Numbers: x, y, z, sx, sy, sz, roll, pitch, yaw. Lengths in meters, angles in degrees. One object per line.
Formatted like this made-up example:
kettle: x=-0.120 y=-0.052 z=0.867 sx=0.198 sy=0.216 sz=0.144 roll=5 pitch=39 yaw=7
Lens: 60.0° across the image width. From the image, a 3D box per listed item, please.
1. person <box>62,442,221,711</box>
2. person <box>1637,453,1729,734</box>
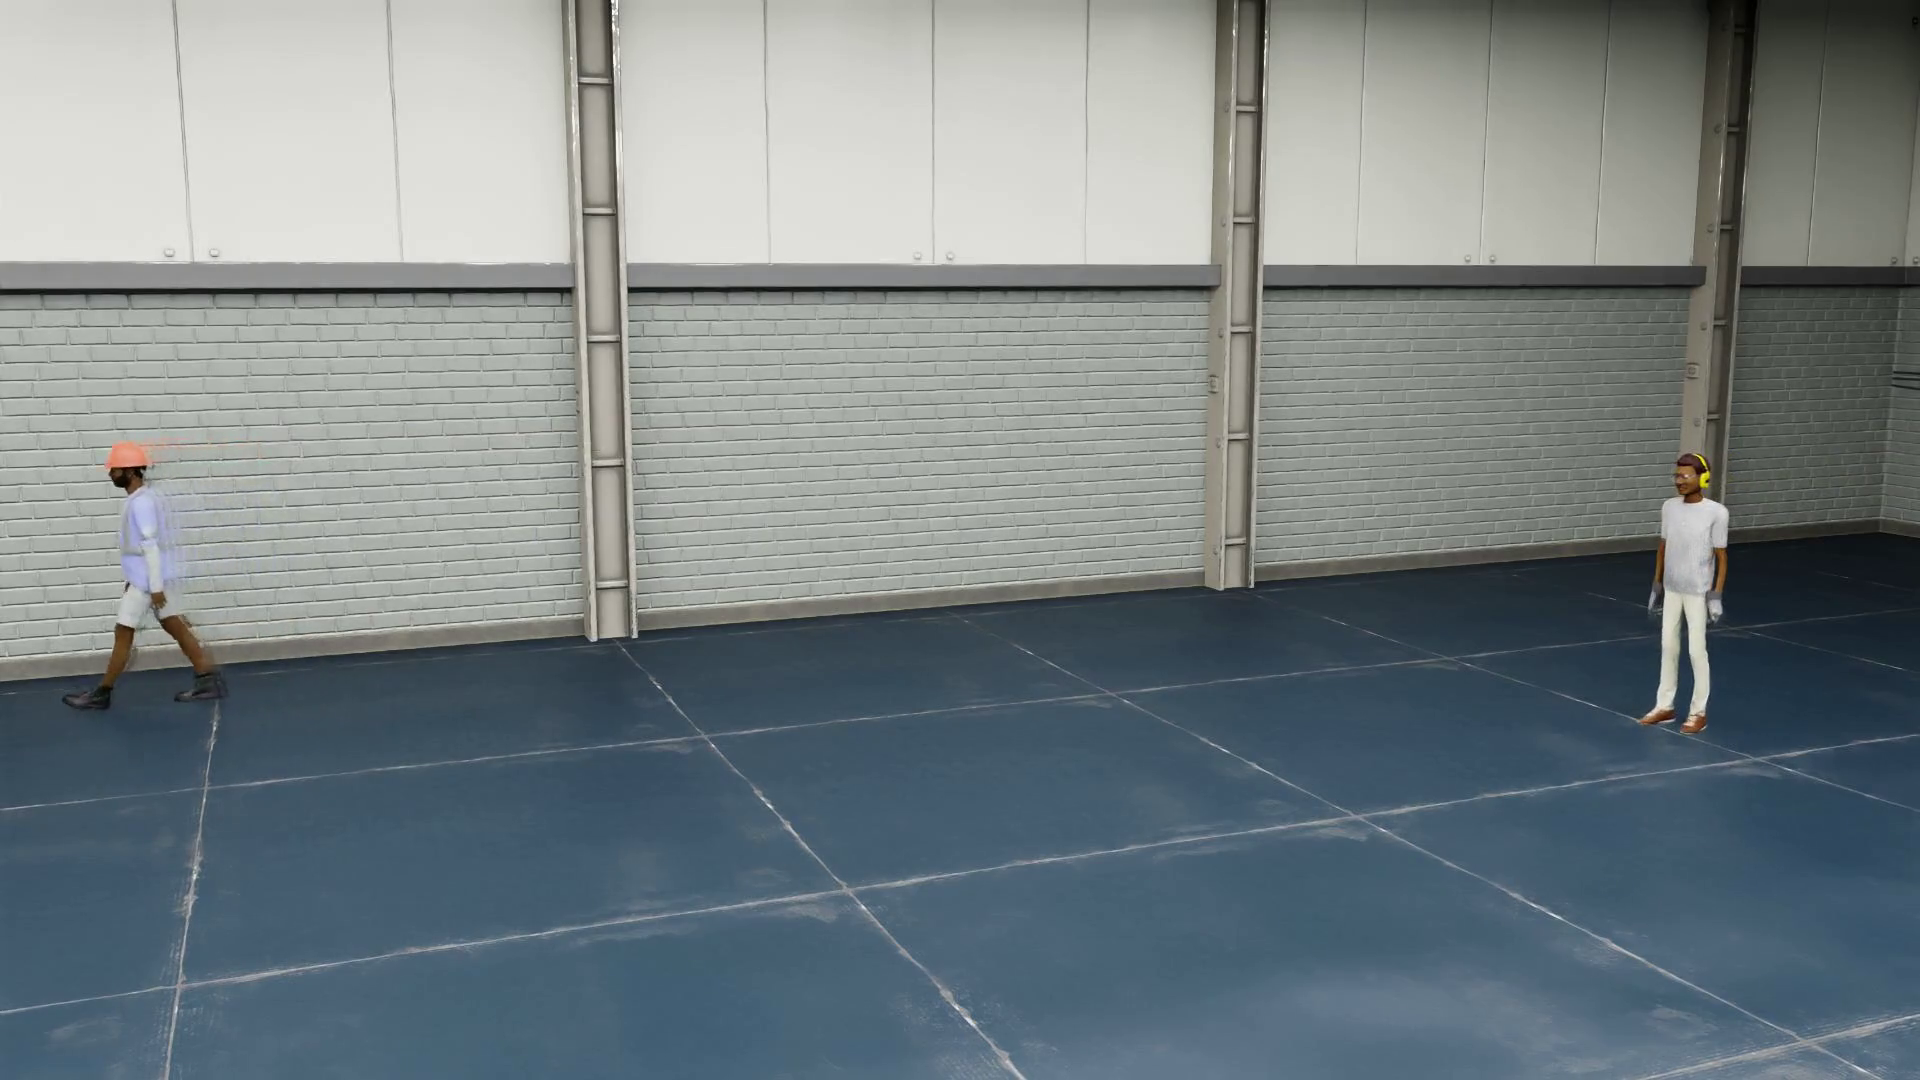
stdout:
person: x=-5.755 y=0.249 z=11.661 sx=1.017 sy=1.879 sz=0.561 roll=-3 pitch=10 yaw=-21
person: x=4.826 y=0.350 z=11.056 sx=0.311 sy=1.869 sz=0.531 roll=-5 pitch=11 yaw=-31
